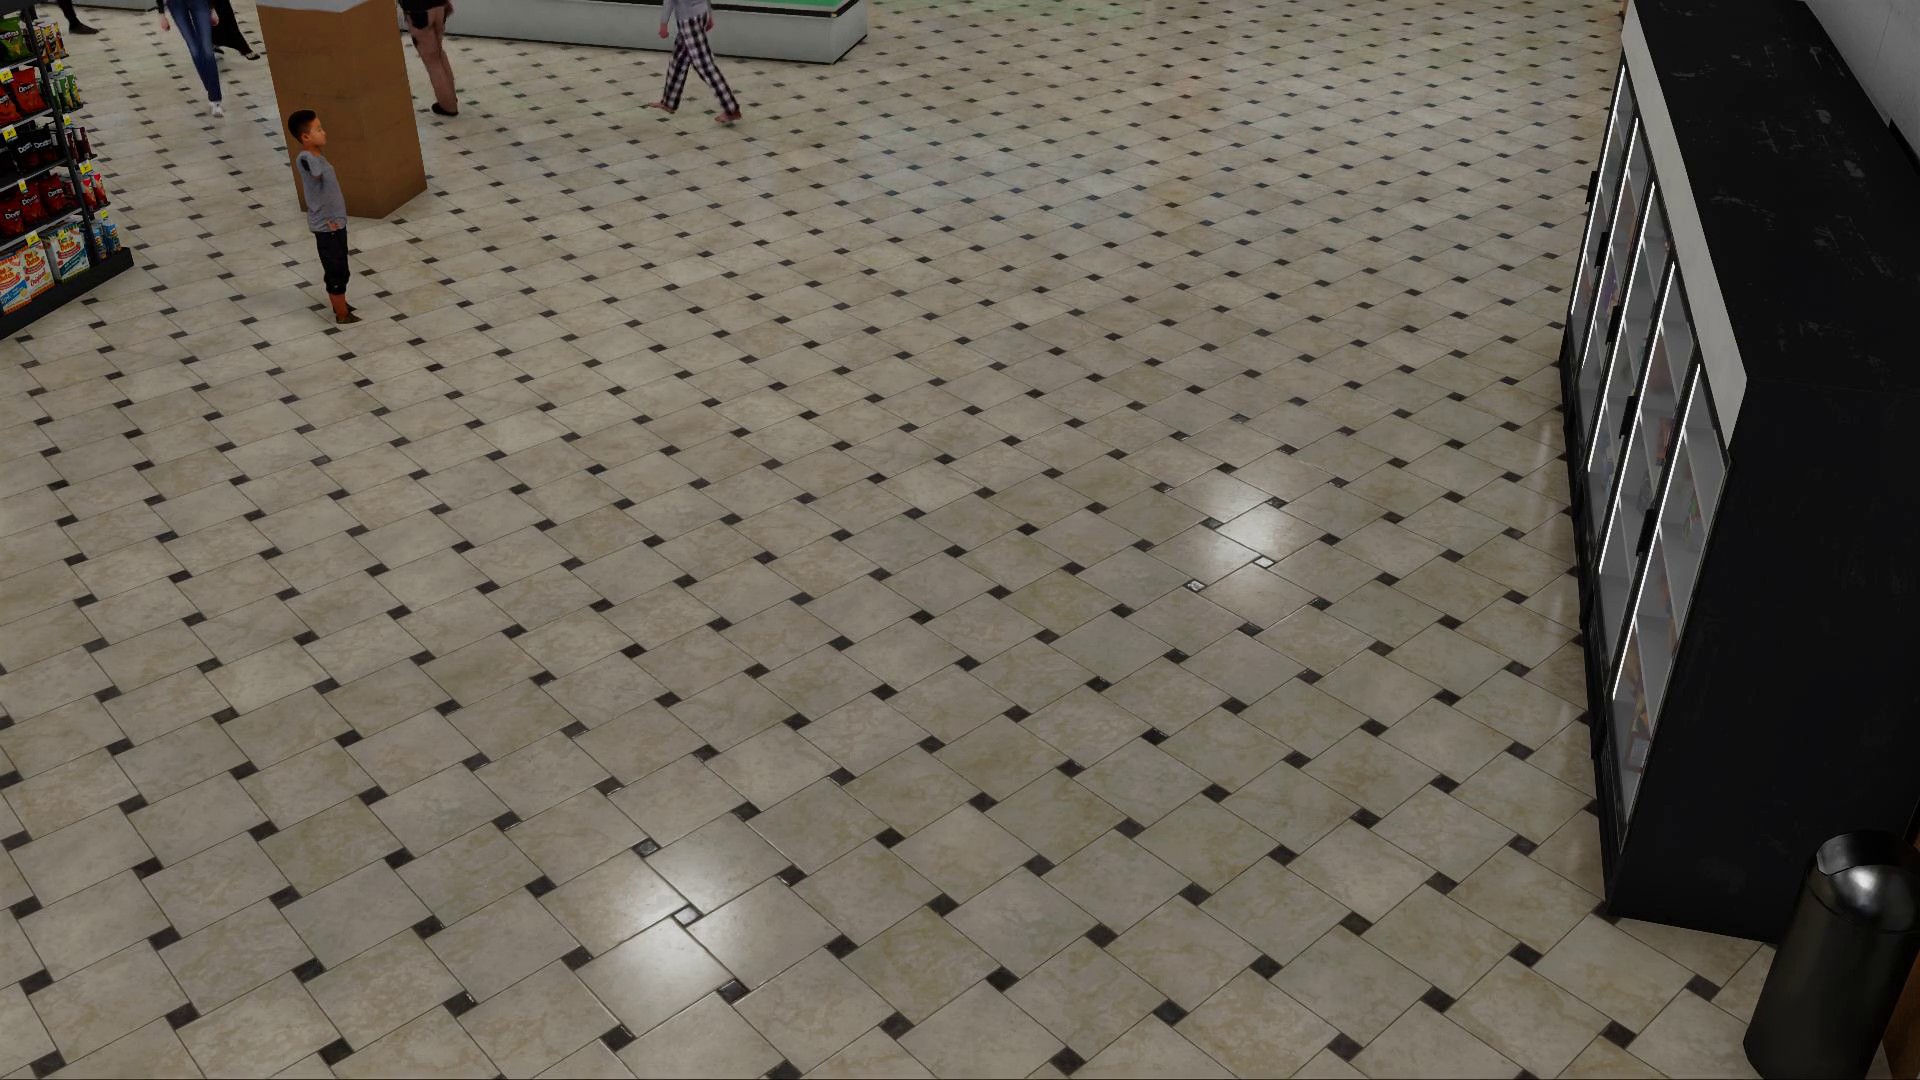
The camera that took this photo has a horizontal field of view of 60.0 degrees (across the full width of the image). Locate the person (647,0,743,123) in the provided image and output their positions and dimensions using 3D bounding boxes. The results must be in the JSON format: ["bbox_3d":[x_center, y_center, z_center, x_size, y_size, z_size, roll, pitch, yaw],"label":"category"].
[{"bbox_3d":[-2.212,-4.418,14.161,1.178,1.795,0.709,11,33,16],"label":"person"}]

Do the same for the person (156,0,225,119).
[{"bbox_3d":[-6.718,-4.617,14.520,1.086,1.754,1.023,-9,33,-14],"label":"person"}]

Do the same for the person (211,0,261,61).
[{"bbox_3d":[-7.195,-5.392,15.949,1.065,1.558,0.715,14,35,22],"label":"person"}]

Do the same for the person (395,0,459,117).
[{"bbox_3d":[-4.573,-4.567,14.376,0.827,1.819,0.810,21,38,30],"label":"person"}]

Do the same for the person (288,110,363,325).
[{"bbox_3d":[-4.127,-2.132,10.807,0.672,1.456,0.643,-11,34,-17],"label":"person"}]

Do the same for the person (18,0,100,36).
[{"bbox_3d":[-9.322,-5.964,16.699,1.131,1.738,0.906,-6,32,-9],"label":"person"}]
